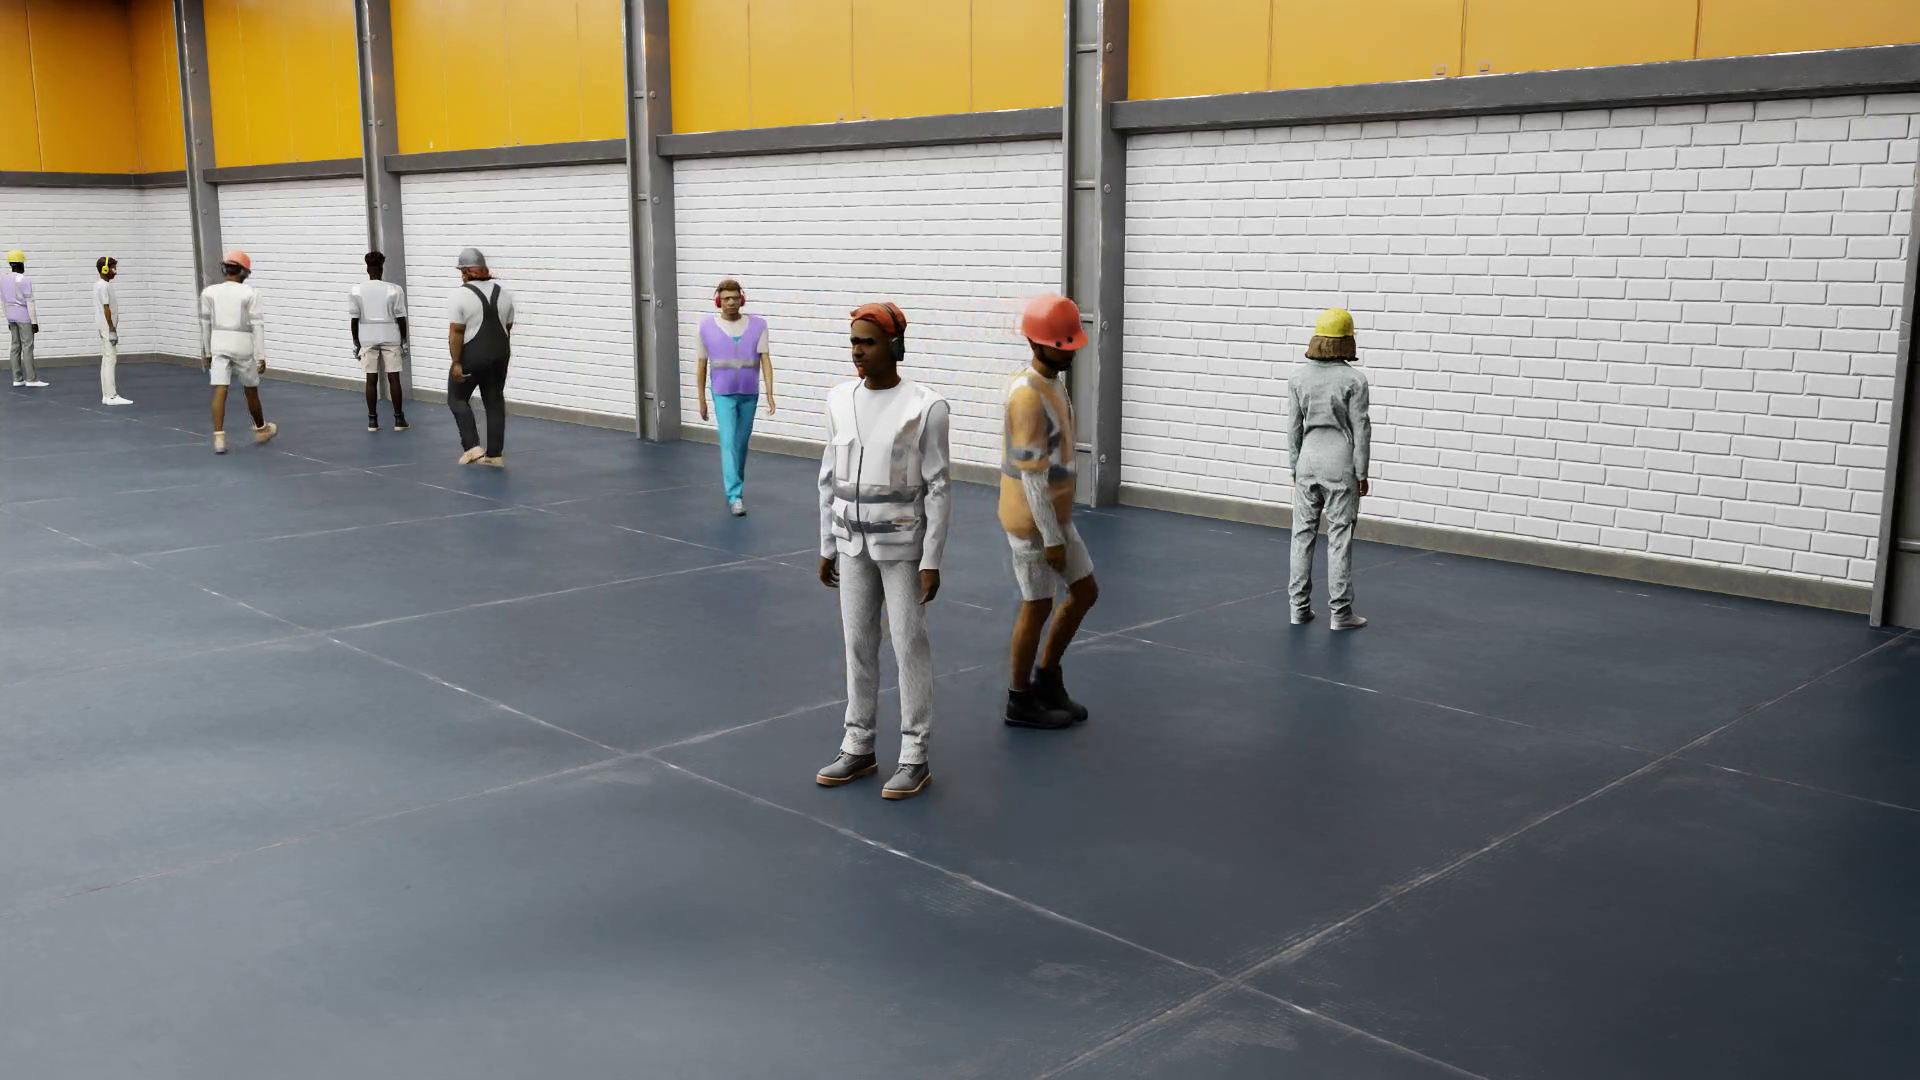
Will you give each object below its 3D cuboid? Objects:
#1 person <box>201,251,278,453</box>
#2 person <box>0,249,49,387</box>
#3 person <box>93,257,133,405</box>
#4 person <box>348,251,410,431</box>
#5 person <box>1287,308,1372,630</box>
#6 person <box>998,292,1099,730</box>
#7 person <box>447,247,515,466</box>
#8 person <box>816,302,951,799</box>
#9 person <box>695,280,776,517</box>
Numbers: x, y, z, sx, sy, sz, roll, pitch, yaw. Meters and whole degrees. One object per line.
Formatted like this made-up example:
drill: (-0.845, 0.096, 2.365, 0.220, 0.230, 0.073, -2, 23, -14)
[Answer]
person: (-7.217, -1.879, 16.565, 0.675, 1.959, 1.087, -1, 10, -3)
person: (-13.215, -3.113, 23.420, 0.590, 1.930, 0.354, 4, 11, 22)
person: (-10.748, -2.641, 21.030, 0.327, 1.865, 0.520, -7, 13, -35)
person: (-6.334, -2.168, 18.172, 0.603, 1.965, 0.368, -2, 11, -10)
person: (2.008, -0.384, 9.049, 0.486, 1.744, 0.294, 8, 13, 39)
person: (0.381, -0.086, 6.991, 0.512, 1.899, 0.583, 3, 11, 15)
person: (-4.439, -1.685, 15.333, 0.537, 2.000, 0.697, 9, 14, 39)
person: (-0.304, 0.043, 6.350, 0.574, 1.879, 0.356, 6, 12, 31)
person: (-1.759, -1.124, 12.958, 0.567, 1.802, 0.953, -4, 11, -22)
